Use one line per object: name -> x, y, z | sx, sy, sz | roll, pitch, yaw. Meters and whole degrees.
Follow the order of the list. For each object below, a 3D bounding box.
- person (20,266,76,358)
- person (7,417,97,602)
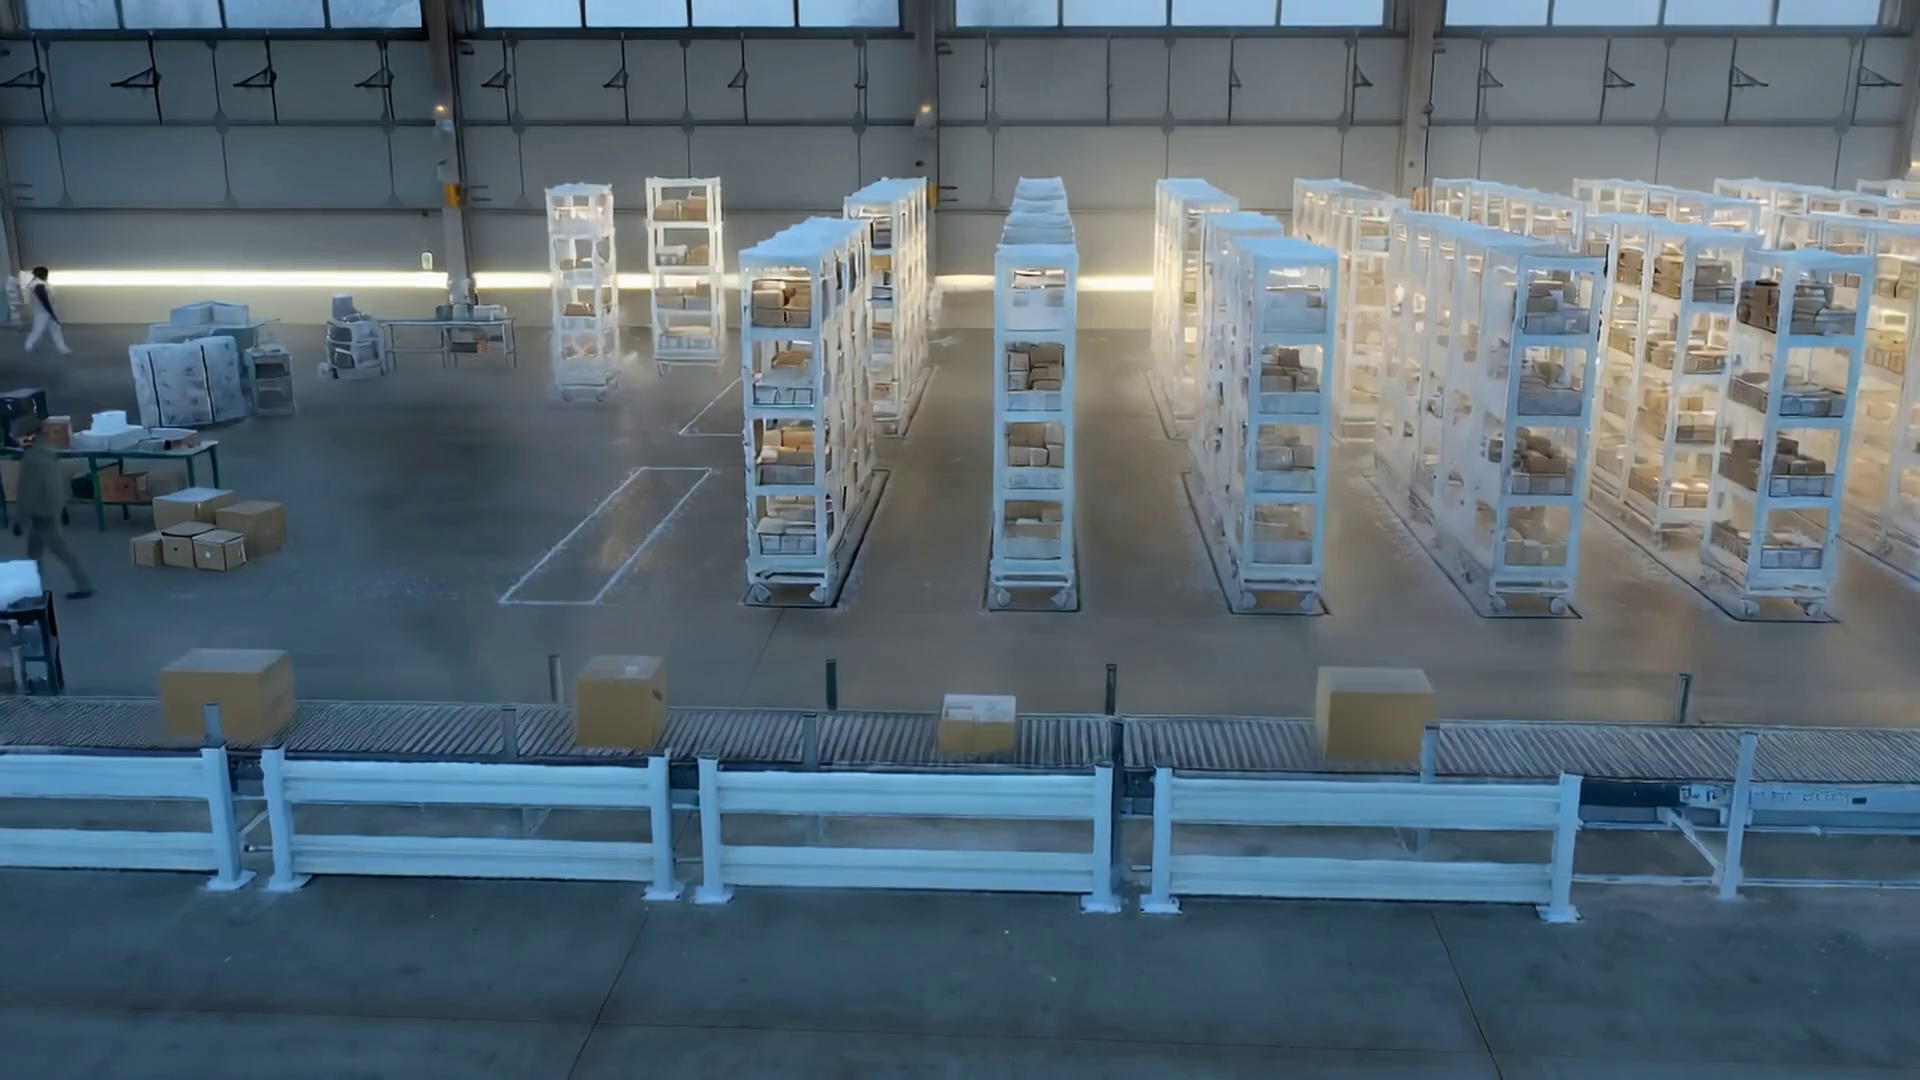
person -> -18.149, -4.497, 32.831 | 0.940, 1.805, 0.620 | -7, 17, -25
person -> -9.409, -0.289, 16.940 | 1.044, 1.935, 0.647 | -1, 15, -4
